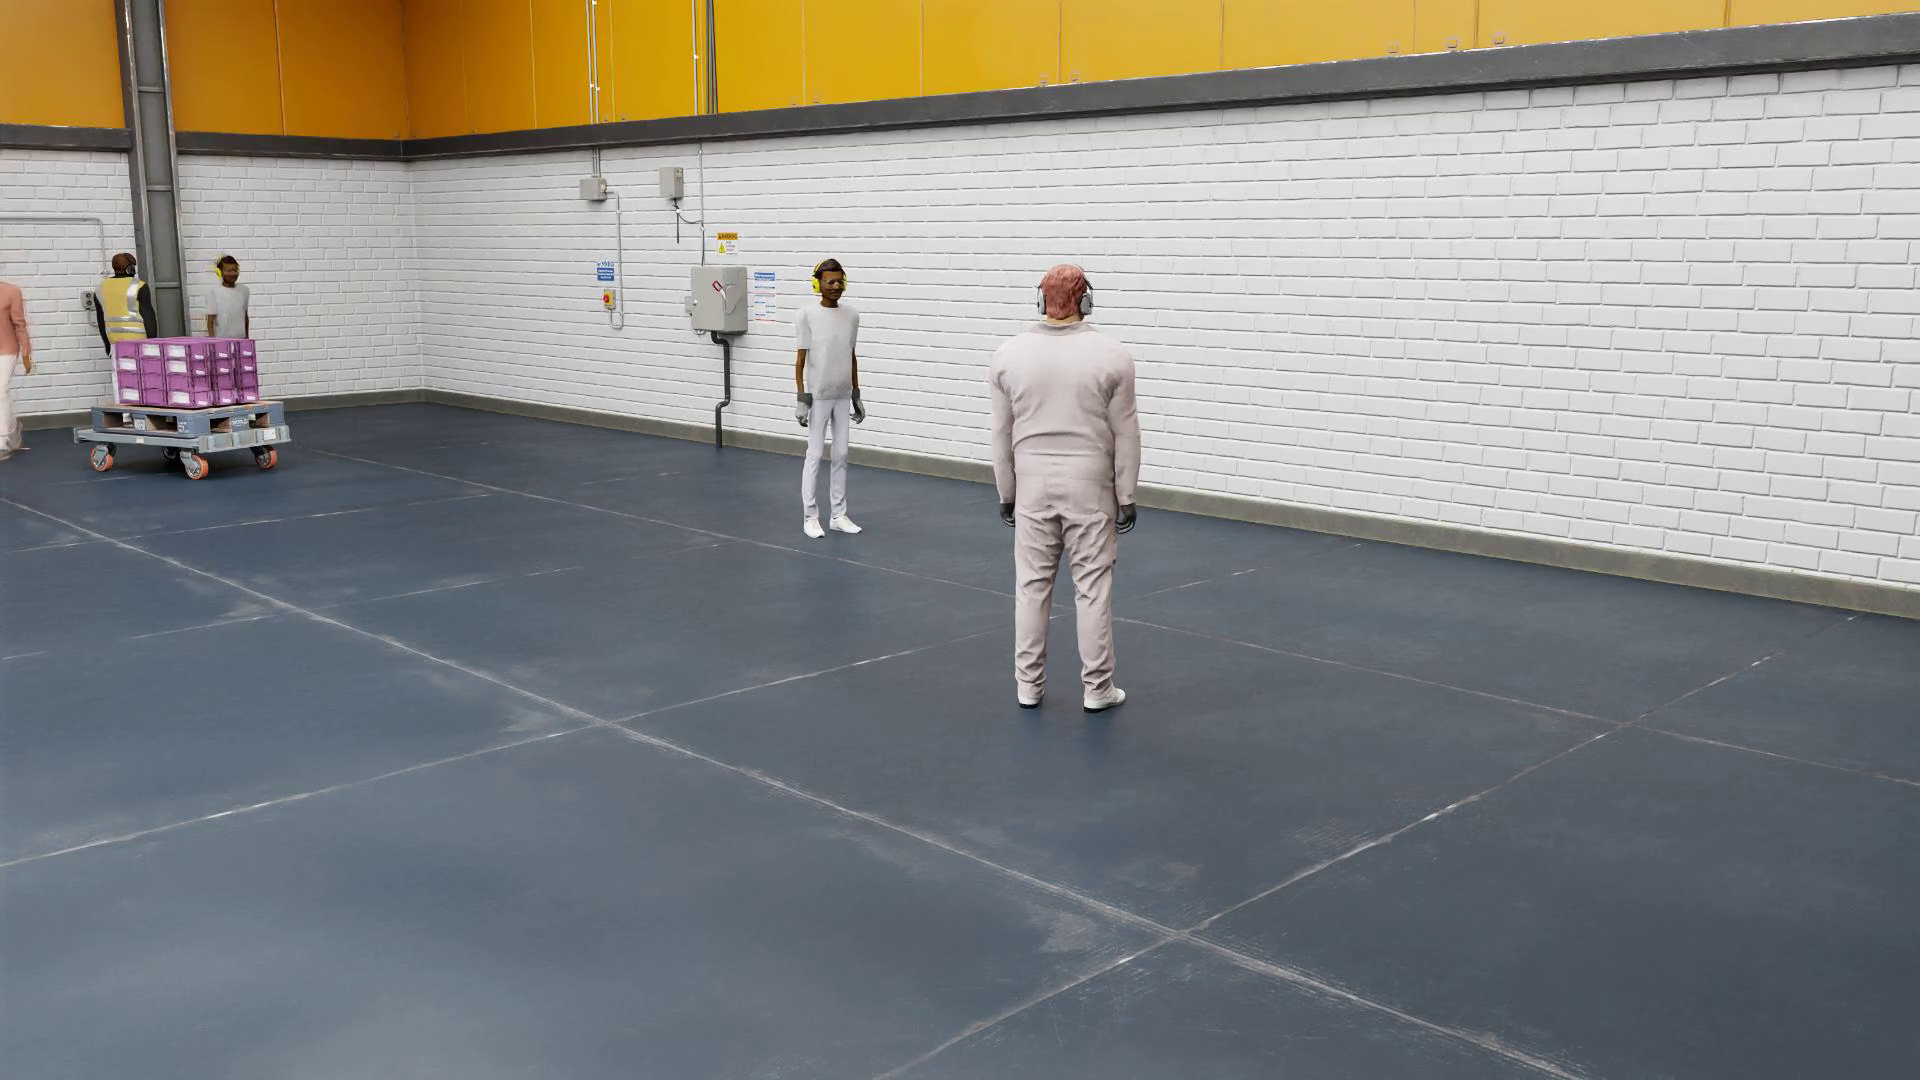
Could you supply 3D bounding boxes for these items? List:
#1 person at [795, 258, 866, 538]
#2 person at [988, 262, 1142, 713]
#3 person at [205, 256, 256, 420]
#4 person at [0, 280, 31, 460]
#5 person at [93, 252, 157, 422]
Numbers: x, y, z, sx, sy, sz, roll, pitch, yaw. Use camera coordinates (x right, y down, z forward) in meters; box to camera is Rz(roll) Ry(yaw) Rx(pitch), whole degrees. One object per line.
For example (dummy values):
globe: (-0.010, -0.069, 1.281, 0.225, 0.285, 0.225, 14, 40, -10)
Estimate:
person: (-0.873, -0.954, 11.219, 0.532, 1.868, 0.310, -8, 13, -36)
person: (0.453, -0.213, 7.067, 0.643, 1.911, 0.411, 3, 11, 16)
person: (-7.522, -2.020, 17.191, 0.993, 1.807, 0.518, 9, 13, 39)
person: (-8.838, -1.734, 15.238, 0.631, 1.967, 0.906, -1, 10, -5)
person: (-8.593, -2.046, 17.247, 0.619, 1.845, 0.430, 2, 11, 9)
